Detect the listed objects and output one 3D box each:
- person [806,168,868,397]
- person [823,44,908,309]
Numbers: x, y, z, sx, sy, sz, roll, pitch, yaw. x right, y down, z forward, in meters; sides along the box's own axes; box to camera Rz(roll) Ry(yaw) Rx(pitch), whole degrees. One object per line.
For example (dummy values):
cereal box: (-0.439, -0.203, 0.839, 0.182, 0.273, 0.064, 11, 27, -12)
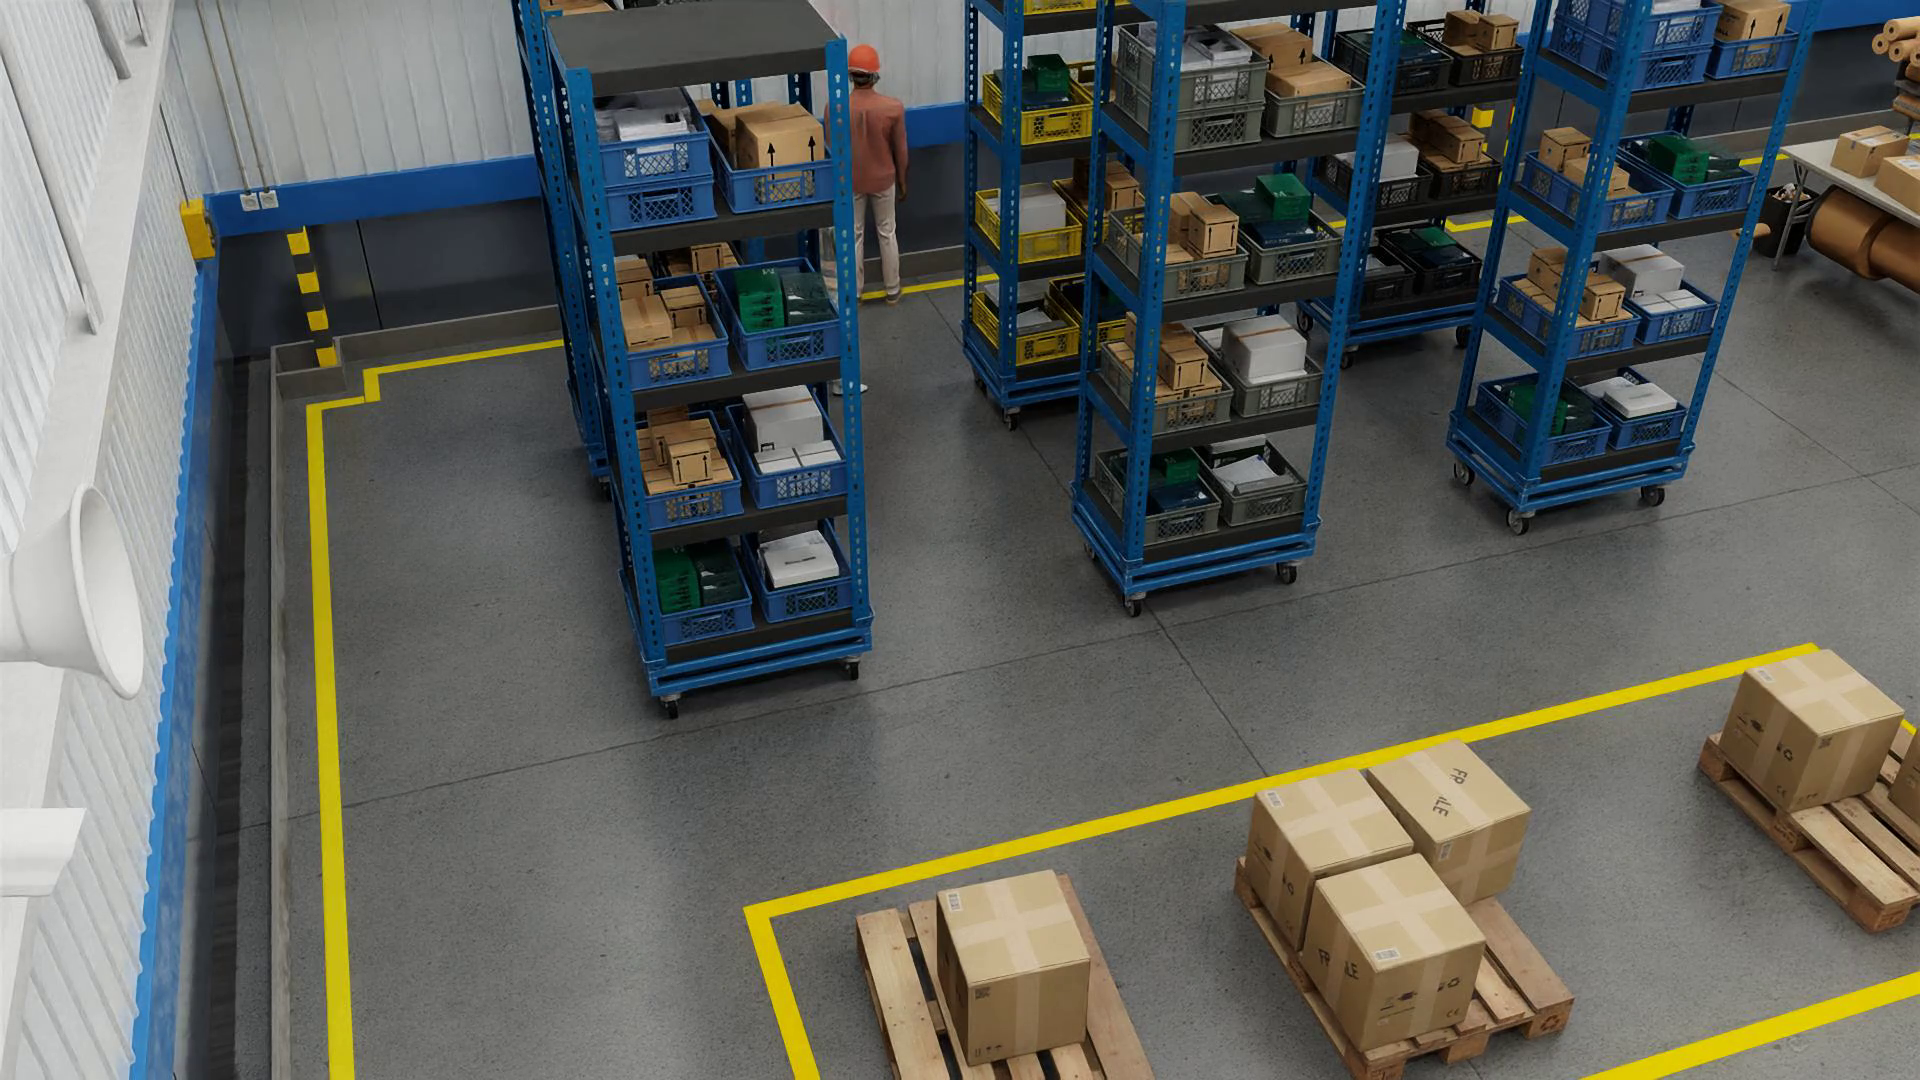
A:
person: (-0.878, -1.768, 11.359, 0.310, 1.640, 0.514, -21, 40, -27)
person: (-0.691, -2.677, 12.347, 0.614, 1.988, 0.395, -3, 35, -4)
